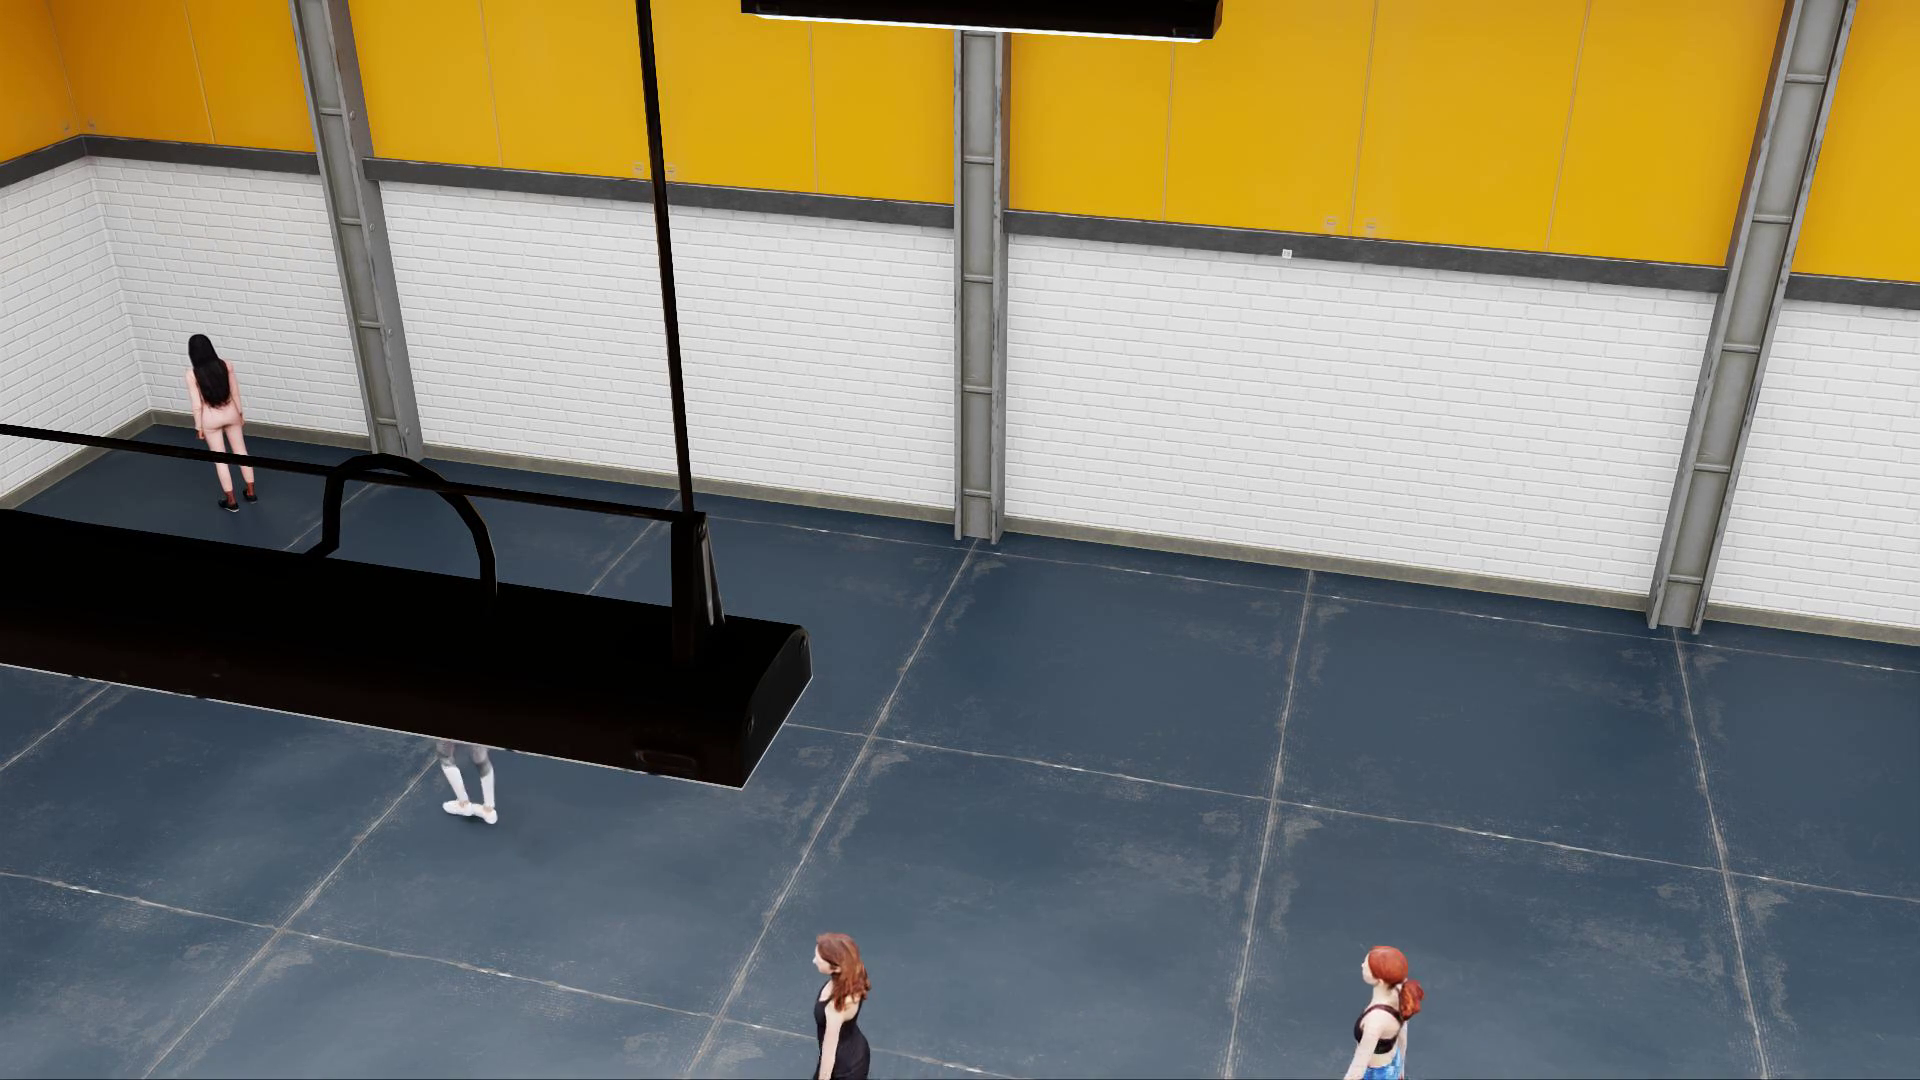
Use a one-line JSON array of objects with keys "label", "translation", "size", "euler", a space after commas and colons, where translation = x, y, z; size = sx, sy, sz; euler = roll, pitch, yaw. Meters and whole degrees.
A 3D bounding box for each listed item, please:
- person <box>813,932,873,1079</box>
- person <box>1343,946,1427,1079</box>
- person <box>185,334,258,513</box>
[{"label": "person", "translation": [-0.500, 2.683, 8.484], "size": [0.780, 1.729, 0.692], "euler": [0, 29, 1]}, {"label": "person", "translation": [2.150, 2.779, 8.296], "size": [1.102, 1.752, 0.814], "euler": [18, 34, 30]}, {"label": "person", "translation": [-6.857, -1.099, 15.425], "size": [0.684, 1.722, 0.694], "euler": [23, 36, 36]}]
